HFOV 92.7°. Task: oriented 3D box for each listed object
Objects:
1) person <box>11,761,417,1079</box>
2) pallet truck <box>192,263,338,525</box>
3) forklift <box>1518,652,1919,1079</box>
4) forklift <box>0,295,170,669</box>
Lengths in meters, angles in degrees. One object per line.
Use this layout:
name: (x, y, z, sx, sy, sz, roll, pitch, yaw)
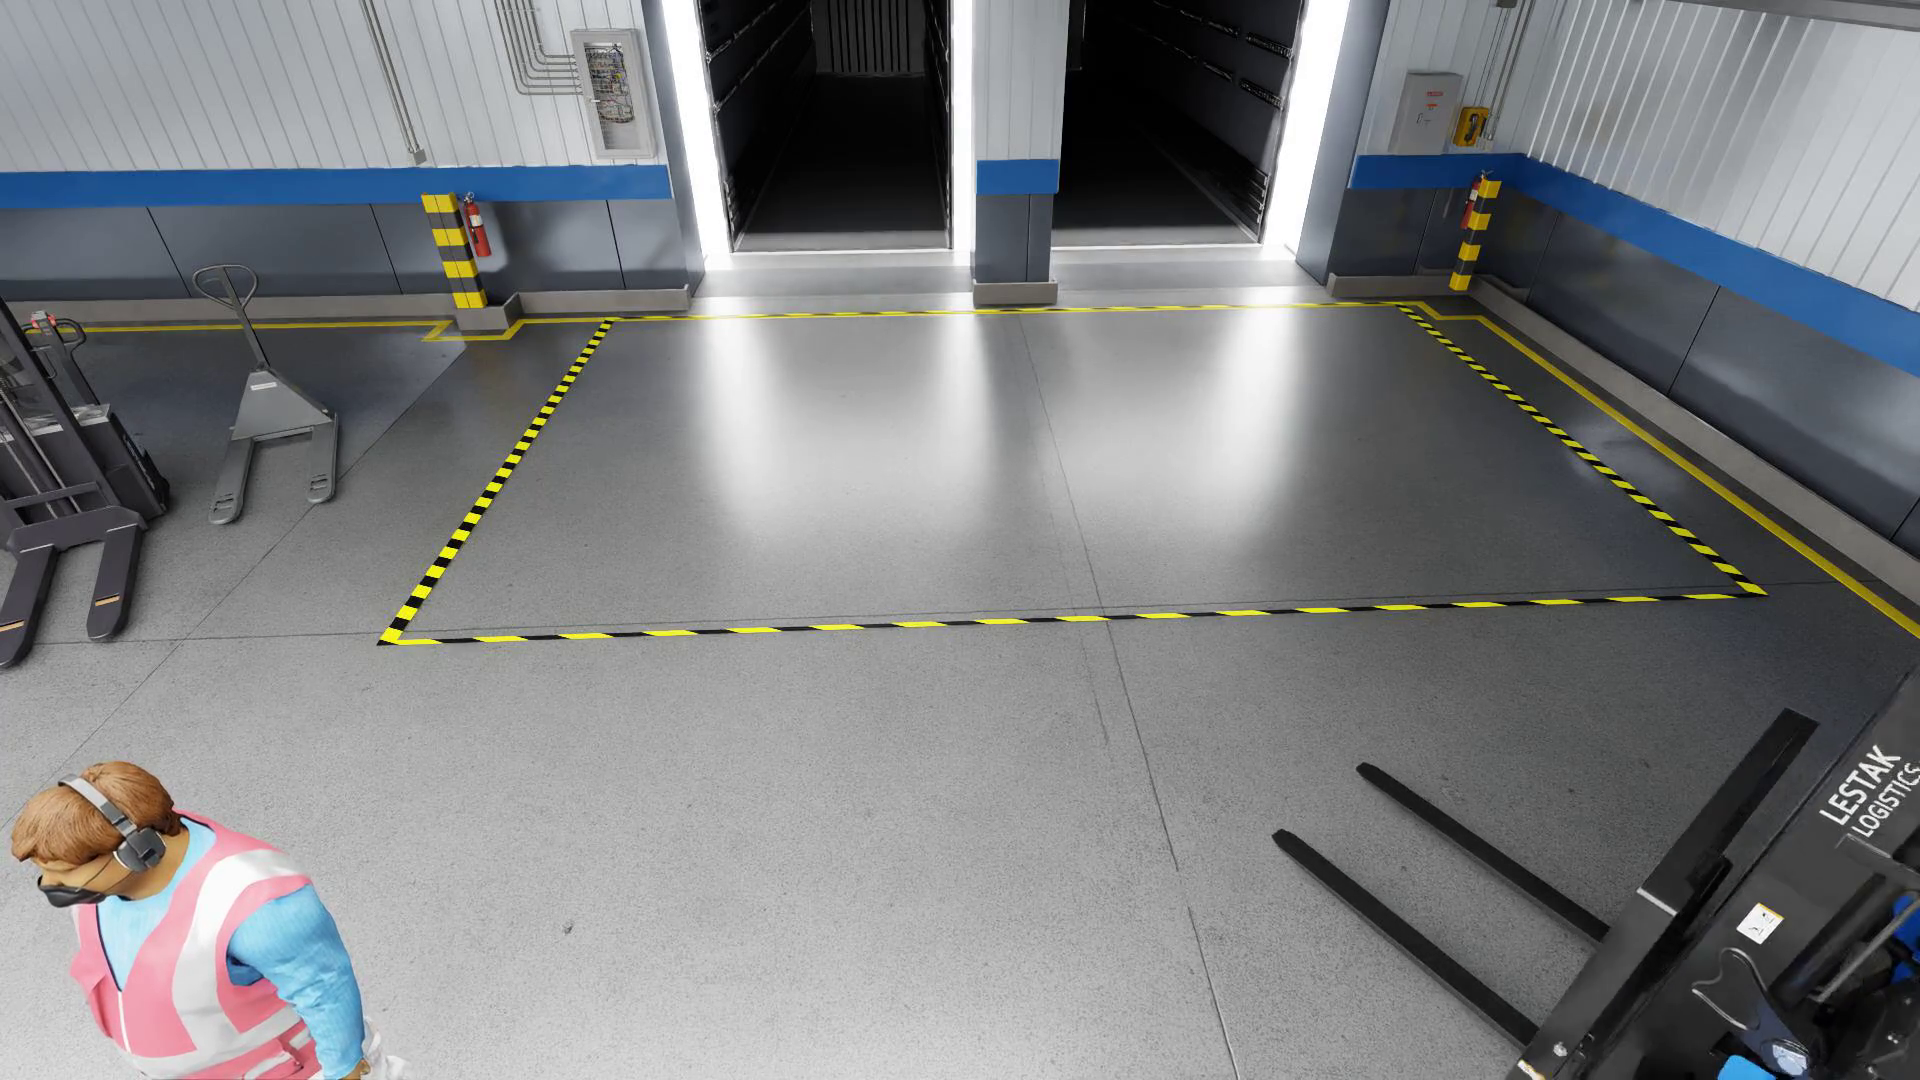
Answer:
person: (-1.775, 1.242, 2.340, 0.619, 1.845, 0.430, 11, 36, 16)
pallet truck: (-4.778, -1.027, 6.128, 0.680, 1.201, 1.601, -17, 38, -23)
forklift: (2.968, 1.348, 1.742, 1.157, 2.036, 2.680, -23, 41, -30)
forklift: (-5.212, -0.618, 4.878, 0.823, 1.965, 1.885, -20, 39, -26)
